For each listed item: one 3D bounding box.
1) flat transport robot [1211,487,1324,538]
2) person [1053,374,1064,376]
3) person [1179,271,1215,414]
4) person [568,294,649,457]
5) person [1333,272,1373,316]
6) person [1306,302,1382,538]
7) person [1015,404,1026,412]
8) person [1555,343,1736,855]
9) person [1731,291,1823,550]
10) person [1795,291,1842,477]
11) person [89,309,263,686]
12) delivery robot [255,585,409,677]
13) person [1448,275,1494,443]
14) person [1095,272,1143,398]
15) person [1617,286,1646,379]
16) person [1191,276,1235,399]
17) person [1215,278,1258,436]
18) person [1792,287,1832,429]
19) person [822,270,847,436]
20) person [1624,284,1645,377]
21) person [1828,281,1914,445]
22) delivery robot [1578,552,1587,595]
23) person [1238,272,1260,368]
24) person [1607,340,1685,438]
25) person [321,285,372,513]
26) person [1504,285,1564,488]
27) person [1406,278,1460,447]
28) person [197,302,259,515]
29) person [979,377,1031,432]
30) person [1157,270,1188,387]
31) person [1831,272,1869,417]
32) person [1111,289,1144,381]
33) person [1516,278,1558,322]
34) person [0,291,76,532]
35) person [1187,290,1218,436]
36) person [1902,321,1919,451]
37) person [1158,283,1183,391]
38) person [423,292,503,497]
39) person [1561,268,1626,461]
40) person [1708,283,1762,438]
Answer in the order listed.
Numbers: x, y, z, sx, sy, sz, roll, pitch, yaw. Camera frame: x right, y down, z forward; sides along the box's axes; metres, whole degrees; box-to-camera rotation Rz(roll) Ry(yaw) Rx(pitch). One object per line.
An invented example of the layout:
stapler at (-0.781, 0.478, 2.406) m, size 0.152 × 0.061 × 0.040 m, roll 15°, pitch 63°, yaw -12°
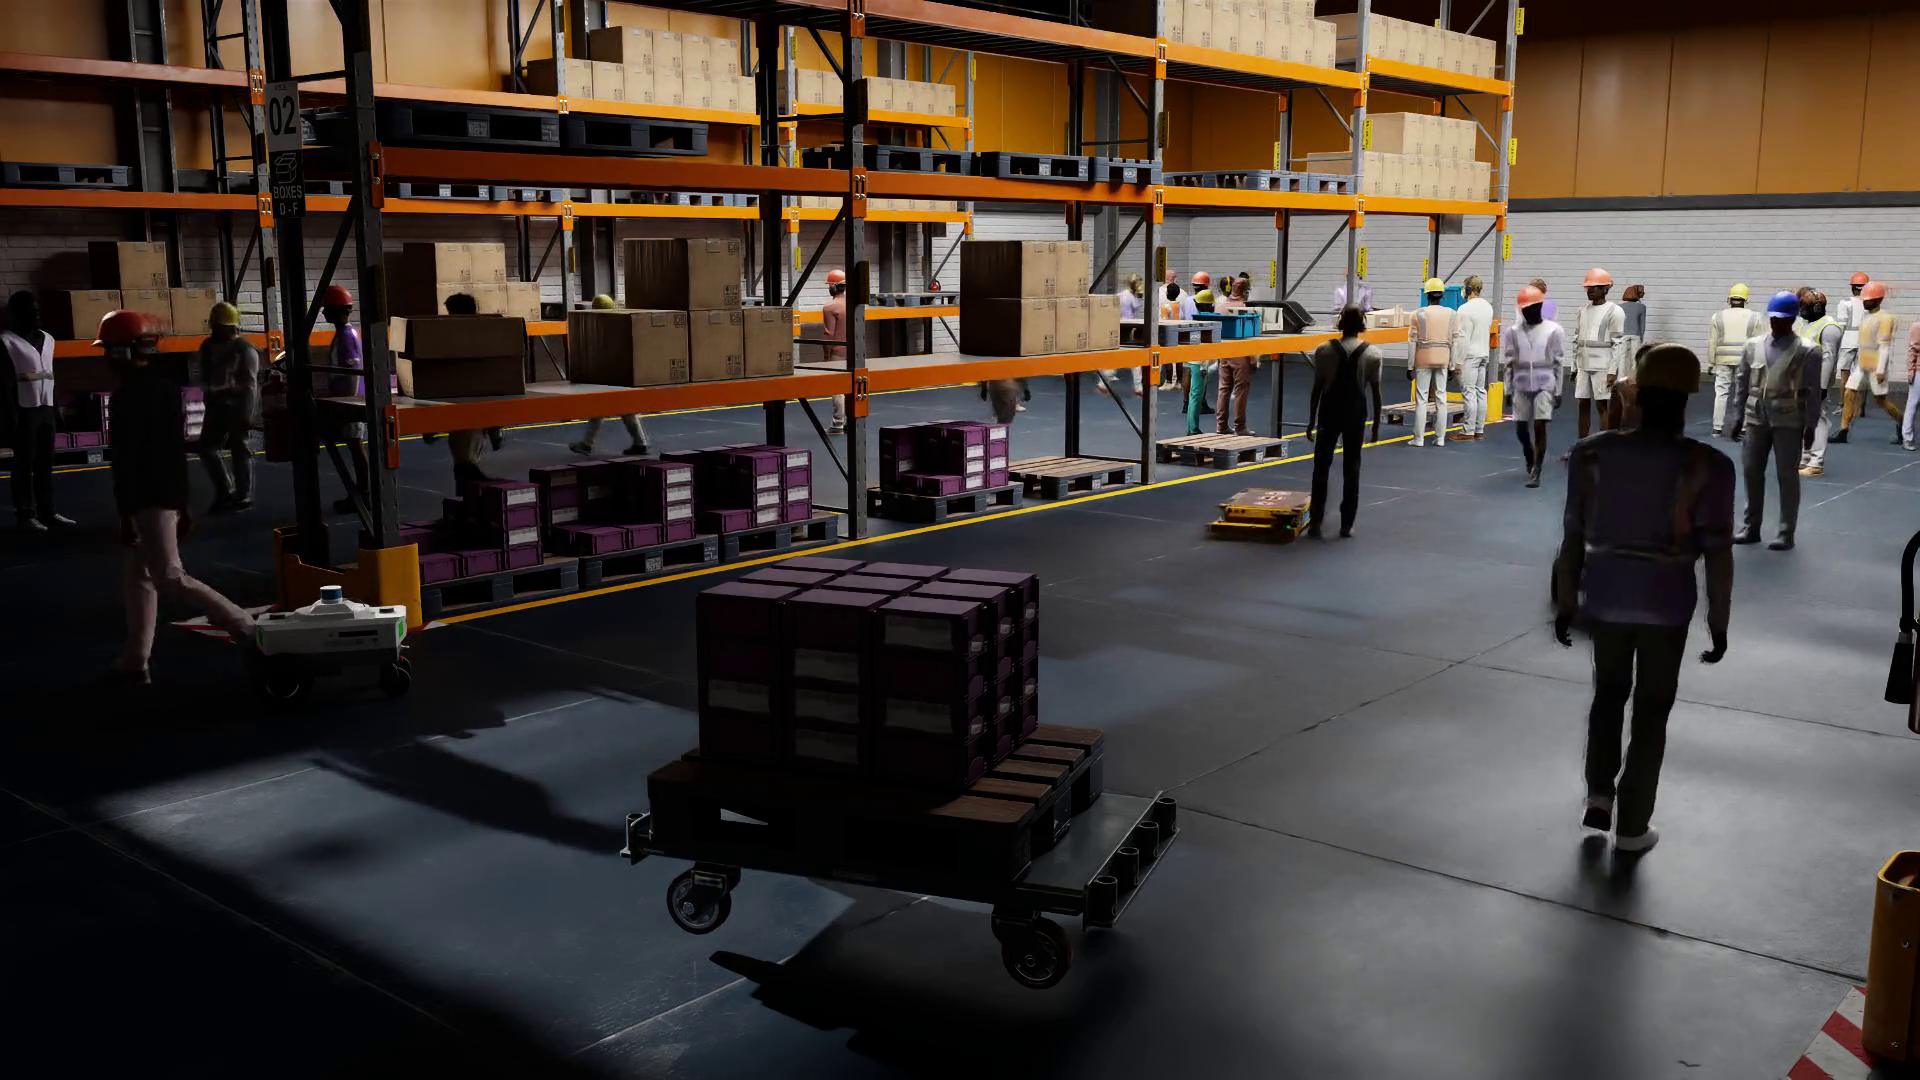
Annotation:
flat transport robot at (2.513, -0.236, 13.484) m, size 0.652 × 0.197 × 1.431 m, roll 4°, pitch 11°, yaw 21°
person at (1.726, -3.919, 29.550) m, size 0.379 × 1.996 × 0.608 m, roll -2°, pitch 10°, yaw -14°
person at (3.255, -2.683, 22.676) m, size 0.552 × 1.935 × 0.366 m, roll 8°, pitch 13°, yaw 39°
person at (-3.804, -1.760, 17.915) m, size 0.907 × 1.762 × 0.652 m, roll -5°, pitch 11°, yaw -28°
person at (6.359, -3.480, 26.942) m, size 0.624 × 2.033 × 0.551 m, roll 3°, pitch 10°, yaw 17°
person at (2.977, -0.920, 12.922) m, size 0.560 × 1.838 × 0.400 m, roll 2°, pitch 10°, yaw 10°
person at (0.700, -2.610, 22.946) m, size 0.317 × 1.695 × 0.540 m, roll -6°, pitch 12°, yaw -32°
person at (2.551, 0.226, 6.189) m, size 0.607 × 1.907 × 0.426 m, roll 8°, pitch 13°, yaw 38°
person at (6.117, -0.891, 12.491) m, size 0.438 × 1.936 × 0.612 m, roll -7°, pitch 12°, yaw -34°
person at (8.459, -1.548, 16.541) m, size 0.430 × 1.833 × 0.634 m, roll 0°, pitch 10°, yaw -1°
person at (-4.031, -0.200, 8.512) m, size 0.907 × 1.957 × 0.649 m, roll -1°, pitch 10°, yaw -5°
delivery robot at (-3.152, 0.473, 8.376) m, size 0.707 × 0.478 × 0.477 m, roll -3°, pitch 11°, yaw -17°
person at (5.945, -2.099, 19.351) m, size 0.629 × 1.940 × 0.379 m, roll -9°, pitch 14°, yaw -43°
person at (2.465, -3.069, 24.983) m, size 0.874 × 1.903 × 0.639 m, roll 4°, pitch 11°, yaw 23°
person at (10.893, -3.307, 27.091) m, size 0.498 × 1.634 × 0.282 m, roll 1°, pitch 10°, yaw 8°
person at (3.886, -3.018, 24.862) m, size 0.806 × 1.849 × 0.519 m, roll -2°, pitch 10°, yaw -11°
person at (3.363, -2.206, 20.092) m, size 0.402 × 1.900 × 0.635 m, roll -9°, pitch 13°, yaw -41°
person at (10.083, -2.168, 20.182) m, size 0.987 × 1.785 × 0.657 m, roll 2°, pitch 10°, yaw 12°
person at (-1.459, -2.256, 20.082) m, size 0.381 × 1.994 × 0.614 m, roll 7°, pitch 12°, yaw 33°
person at (11.412, -3.495, 28.150) m, size 0.310 × 1.639 × 0.514 m, roll 3°, pitch 10°, yaw 15°
person at (10.521, -2.021, 19.072) m, size 0.955 × 1.888 × 0.554 m, roll 0°, pitch 10°, yaw -1°
delivery robot at (3.937, 0.133, 10.305) m, size 0.477 × 0.478 × 0.707 m, roll 4°, pitch 10°, yaw 20°
person at (5.349, -4.090, 31.057) m, size 0.504 × 1.819 × 1.004 m, roll 7°, pitch 12°, yaw 33°
person at (4.699, -0.559, 11.467) m, size 0.528 × 1.621 × 0.472 m, roll 7°, pitch 12°, yaw 33°
person at (-5.255, -1.197, 14.218) m, size 0.379 × 1.937 × 0.548 m, roll -4°, pitch 11°, yaw -20°
person at (5.472, -1.469, 15.854) m, size 0.554 × 1.909 × 0.625 m, roll 5°, pitch 11°, yaw 27°
person at (5.354, -2.011, 18.919) m, size 0.583 × 1.918 × 0.394 m, roll -1°, pitch 10°, yaw -4°
person at (-6.174, -1.097, 14.015) m, size 0.619 × 1.806 × 0.462 m, roll 4°, pitch 11°, yaw 22°
person at (0.463, -1.537, 17.036) m, size 0.524 × 1.625 × 0.399 m, roll 9°, pitch 14°, yaw 42°
person at (3.379, -3.422, 27.037) m, size 0.652 × 1.899 × 0.399 m, roll 0°, pitch 10°, yaw -2°
person at (11.981, -2.615, 22.292) m, size 0.552 × 1.935 × 0.370 m, roll 1°, pitch 10°, yaw 3°
person at (2.850, -3.522, 28.184) m, size 0.761 × 1.681 × 0.505 m, roll 5°, pitch 11°, yaw 24°
person at (7.847, -2.641, 22.689) m, size 0.567 × 1.849 × 0.389 m, roll 0°, pitch 10°, yaw 1°
person at (-7.435, -1.028, 13.310) m, size 0.378 × 1.917 × 0.597 m, roll 2°, pitch 10°, yaw 10°
person at (2.867, -2.068, 19.664) m, size 0.322 × 1.767 × 0.533 m, roll 0°, pitch 10°, yaw 3°
person at (10.813, -1.865, 18.532) m, size 0.523 × 1.760 × 0.327 m, roll -1°, pitch 10°, yaw -5°
person at (3.356, -3.206, 26.334) m, size 0.535 × 1.700 × 0.318 m, roll -9°, pitch 13°, yaw -41°
person at (-3.734, -0.930, 12.712) m, size 0.600 × 1.934 × 0.959 m, roll 6°, pitch 12°, yaw 31°
person at (6.647, -1.820, 17.462) m, size 0.376 × 2.043 × 0.609 m, roll -5°, pitch 11°, yaw -27°
person at (9.238, -2.133, 19.840) m, size 0.586 × 1.835 × 0.403 m, roll 5°, pitch 11°, yaw 26°
